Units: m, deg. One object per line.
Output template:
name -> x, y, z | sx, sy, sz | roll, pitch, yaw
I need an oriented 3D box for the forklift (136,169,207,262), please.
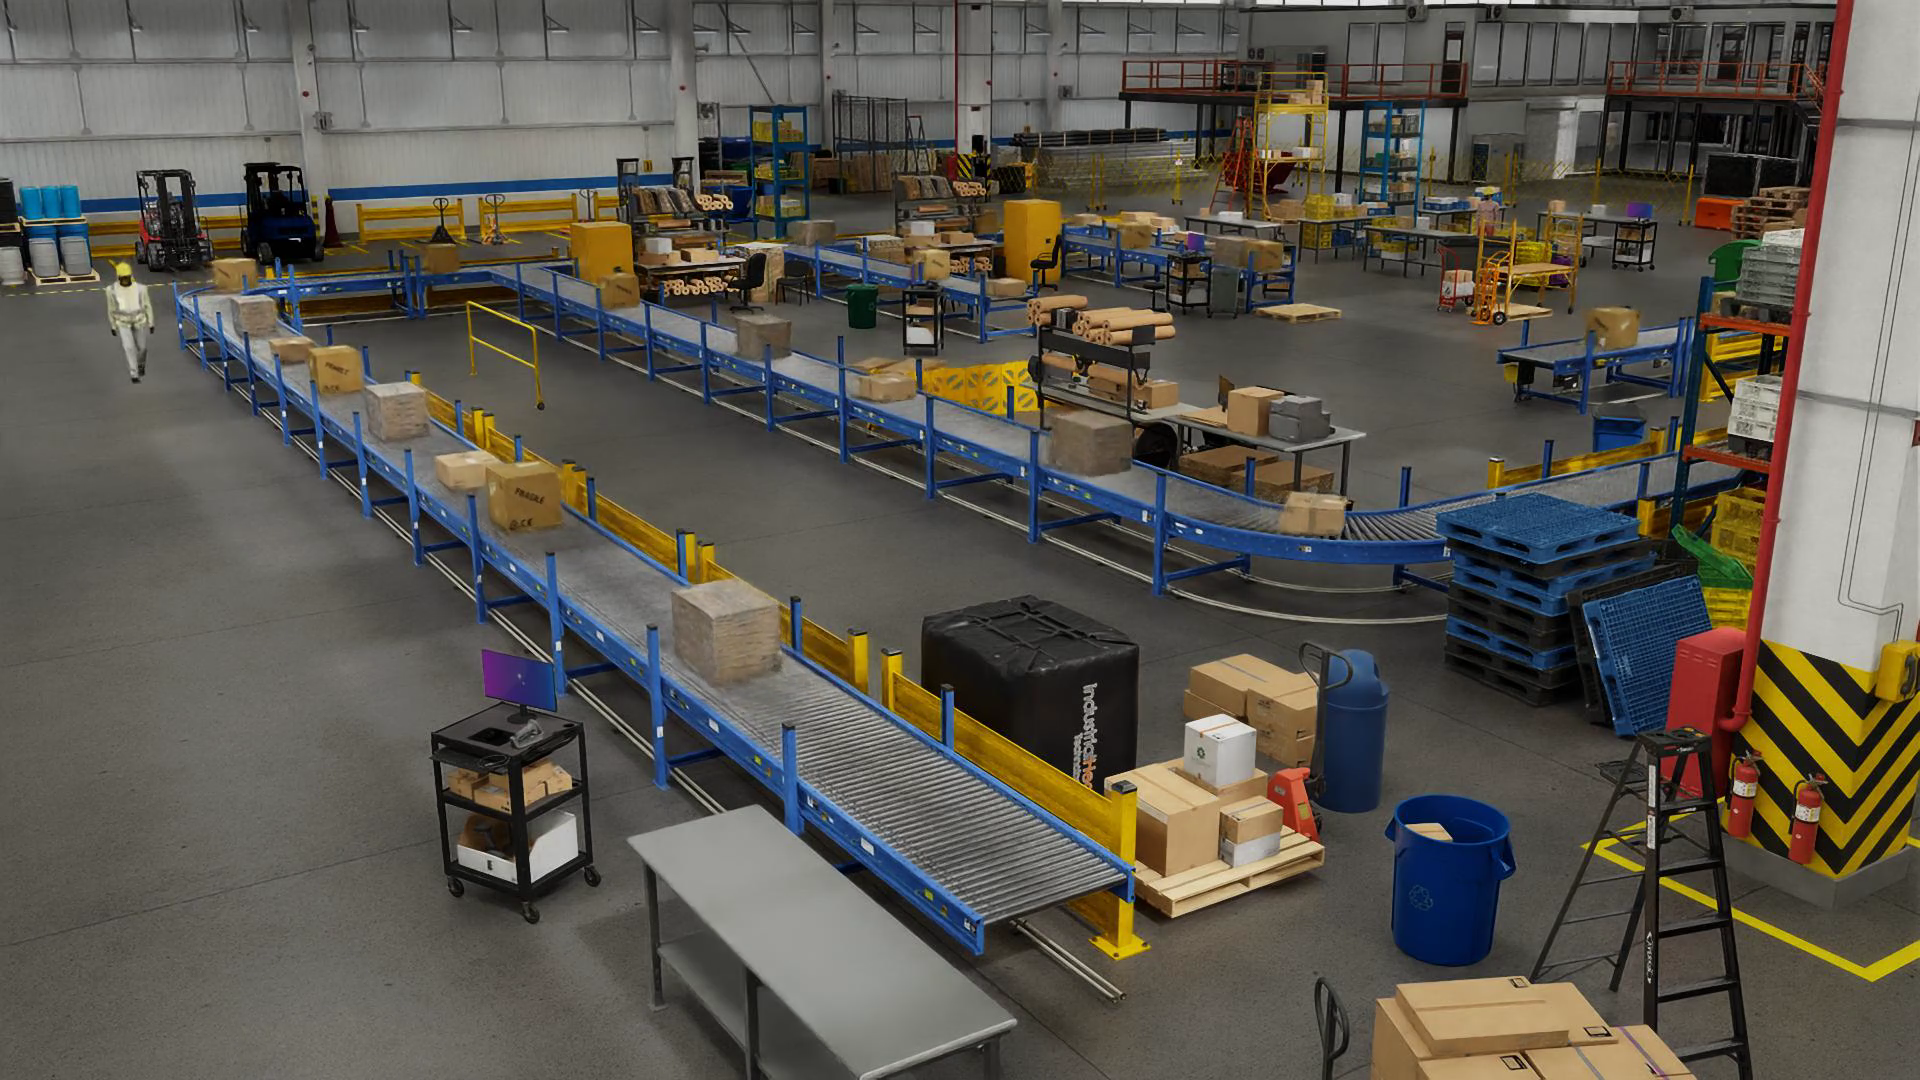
forklift -> -17.842, -7.318, 37.559 | 1.157, 1.987, 2.680 | -10, 20, -31

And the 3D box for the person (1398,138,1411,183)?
person -> 15.845, -13.710, 59.568 | 0.613, 1.860, 0.568 | -9, 19, -28

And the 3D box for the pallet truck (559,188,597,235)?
pallet truck -> -10.010, -8.652, 43.699 | 0.653, 1.274, 1.630 | -10, 20, -31

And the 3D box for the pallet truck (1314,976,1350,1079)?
pallet truck -> 2.299, 2.390, 7.086 | 1.601, 1.201, 0.680 | -2, 17, -7

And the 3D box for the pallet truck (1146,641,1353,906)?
pallet truck -> 1.664, 1.407, 10.232 | 1.630, 1.274, 0.653 | -10, 20, -31

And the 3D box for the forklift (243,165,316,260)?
forklift -> -15.898, -7.669, 38.708 | 1.157, 1.987, 2.680 | -11, 20, -33

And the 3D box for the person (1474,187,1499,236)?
person -> 11.984, -7.147, 37.900 | 0.533, 1.765, 0.322 | 13, 21, 37

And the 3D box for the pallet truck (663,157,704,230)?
pallet truck -> -7.586, -9.308, 44.692 | 0.823, 1.965, 1.885 | -11, 20, -33

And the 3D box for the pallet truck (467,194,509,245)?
pallet truck -> -11.983, -8.177, 42.137 | 0.704, 1.261, 1.522 | -11, 20, -33

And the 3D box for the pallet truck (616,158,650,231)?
pallet truck -> -8.918, -9.176, 44.255 | 0.823, 1.965, 1.885 | -9, 19, -27

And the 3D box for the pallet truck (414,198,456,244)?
pallet truck -> -13.250, -8.060, 41.856 | 0.680, 1.201, 1.601 | -10, 20, -31

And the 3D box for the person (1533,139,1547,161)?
person -> 22.401, -15.132, 64.298 | 0.985, 1.854, 0.655 | -3, 17, -11

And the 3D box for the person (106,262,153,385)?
person -> -12.438, -3.277, 24.958 | 0.599, 1.814, 0.713 | -10, 19, -29
